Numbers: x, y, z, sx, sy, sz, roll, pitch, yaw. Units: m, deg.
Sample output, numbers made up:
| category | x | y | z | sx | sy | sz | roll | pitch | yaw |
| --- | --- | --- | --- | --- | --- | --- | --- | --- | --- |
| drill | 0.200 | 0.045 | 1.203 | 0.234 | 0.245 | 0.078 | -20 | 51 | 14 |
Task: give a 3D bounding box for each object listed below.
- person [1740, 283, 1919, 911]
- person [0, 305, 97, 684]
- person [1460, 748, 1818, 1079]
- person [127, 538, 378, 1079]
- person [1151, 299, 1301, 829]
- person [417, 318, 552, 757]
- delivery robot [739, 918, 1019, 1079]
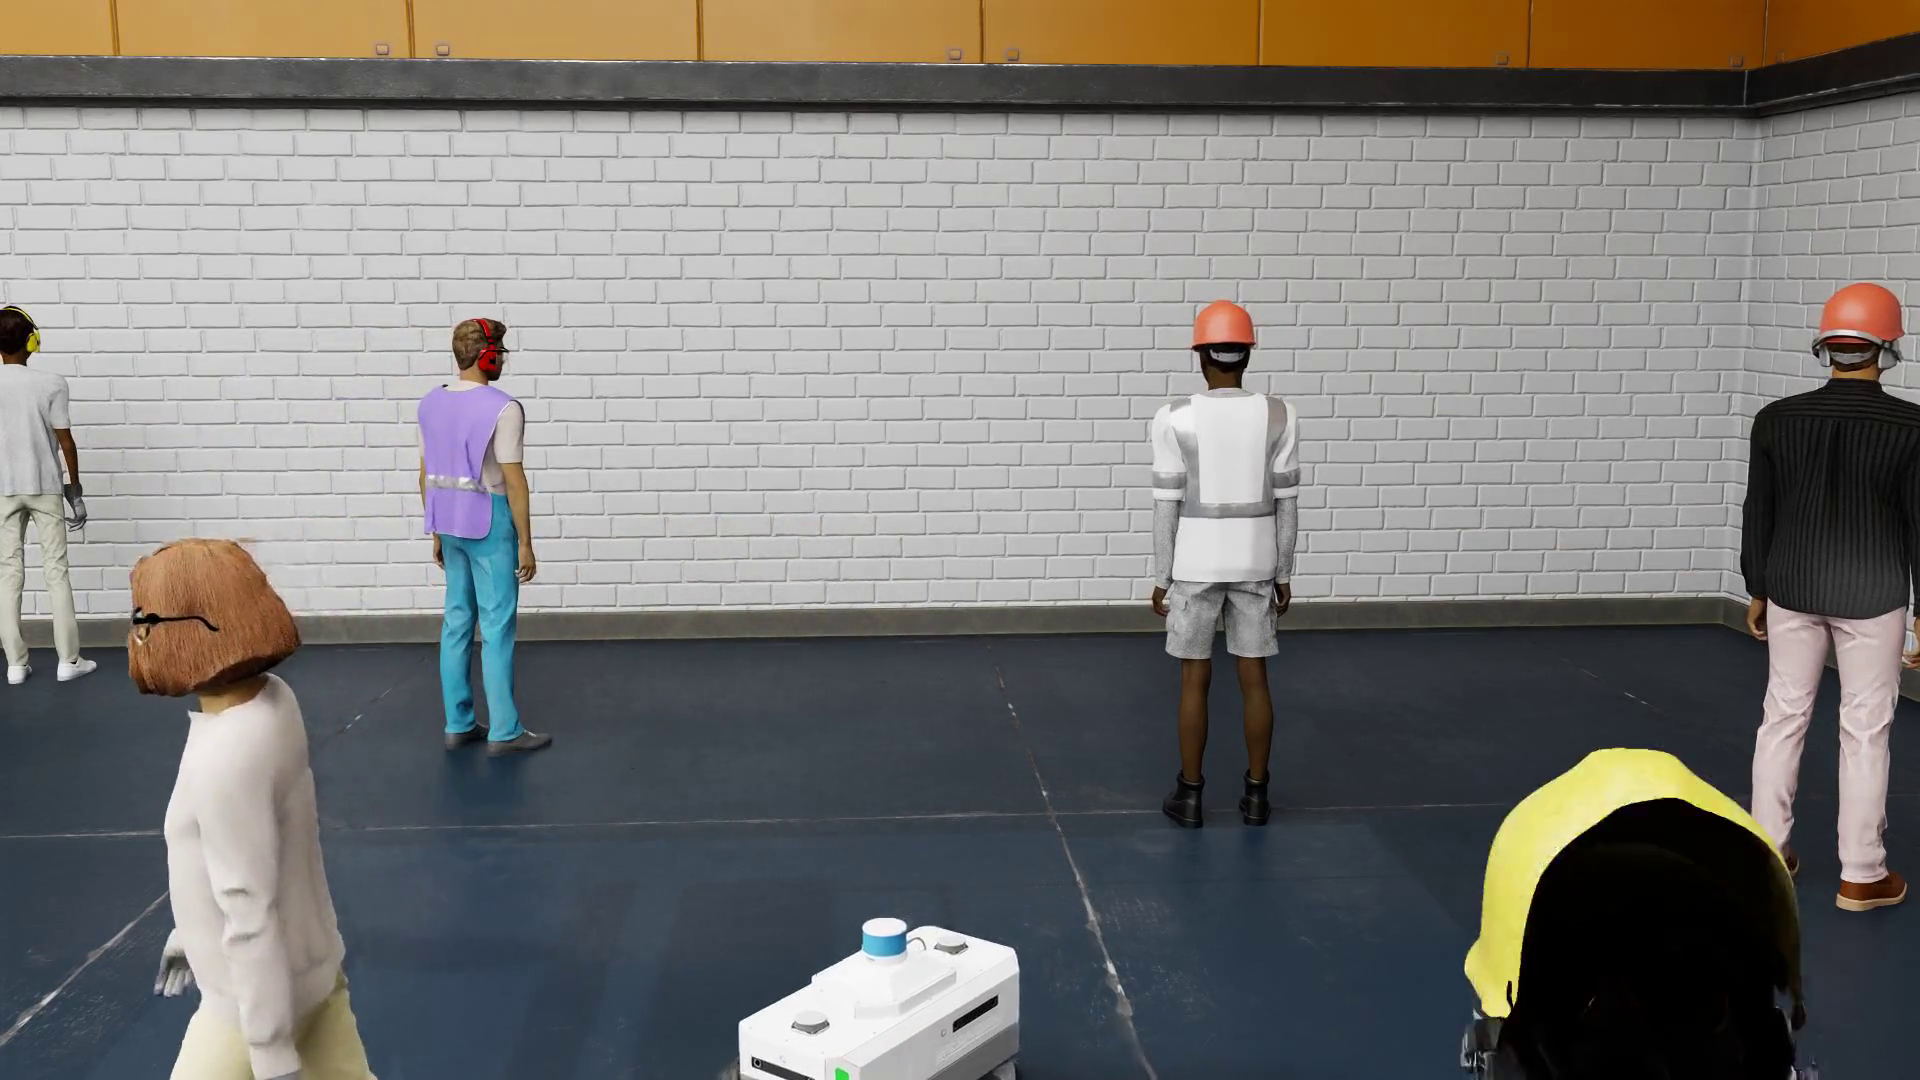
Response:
| category | x | y | z | sx | sy | sz | roll | pitch | yaw |
| --- | --- | --- | --- | --- | --- | --- | --- | --- | --- |
| person | 2.825 | 0.184 | 5.341 | 0.374 | 1.997 | 0.613 | -8 | 12 | -42 |
| person | -4.623 | -0.220 | 8.260 | 0.513 | 1.876 | 0.328 | -2 | 9 | -14 |
| person | 0.431 | 0.990 | 1.141 | 0.542 | 1.715 | 0.903 | 3 | 10 | 20 |
| person | -1.241 | 0.782 | 2.878 | 0.879 | 1.586 | 0.513 | -2 | 9 | -10 |
| person | 0.956 | 0.096 | 6.087 | 0.544 | 1.935 | 0.361 | -1 | 9 | -3 |
| person | -2.040 | -0.006 | 7.018 | 0.572 | 1.840 | 0.373 | 5 | 10 | 30 |
| delivery robot | -0.169 | 1.104 | 3.780 | 0.477 | 0.478 | 0.707 | 6 | 11 | 35 |
